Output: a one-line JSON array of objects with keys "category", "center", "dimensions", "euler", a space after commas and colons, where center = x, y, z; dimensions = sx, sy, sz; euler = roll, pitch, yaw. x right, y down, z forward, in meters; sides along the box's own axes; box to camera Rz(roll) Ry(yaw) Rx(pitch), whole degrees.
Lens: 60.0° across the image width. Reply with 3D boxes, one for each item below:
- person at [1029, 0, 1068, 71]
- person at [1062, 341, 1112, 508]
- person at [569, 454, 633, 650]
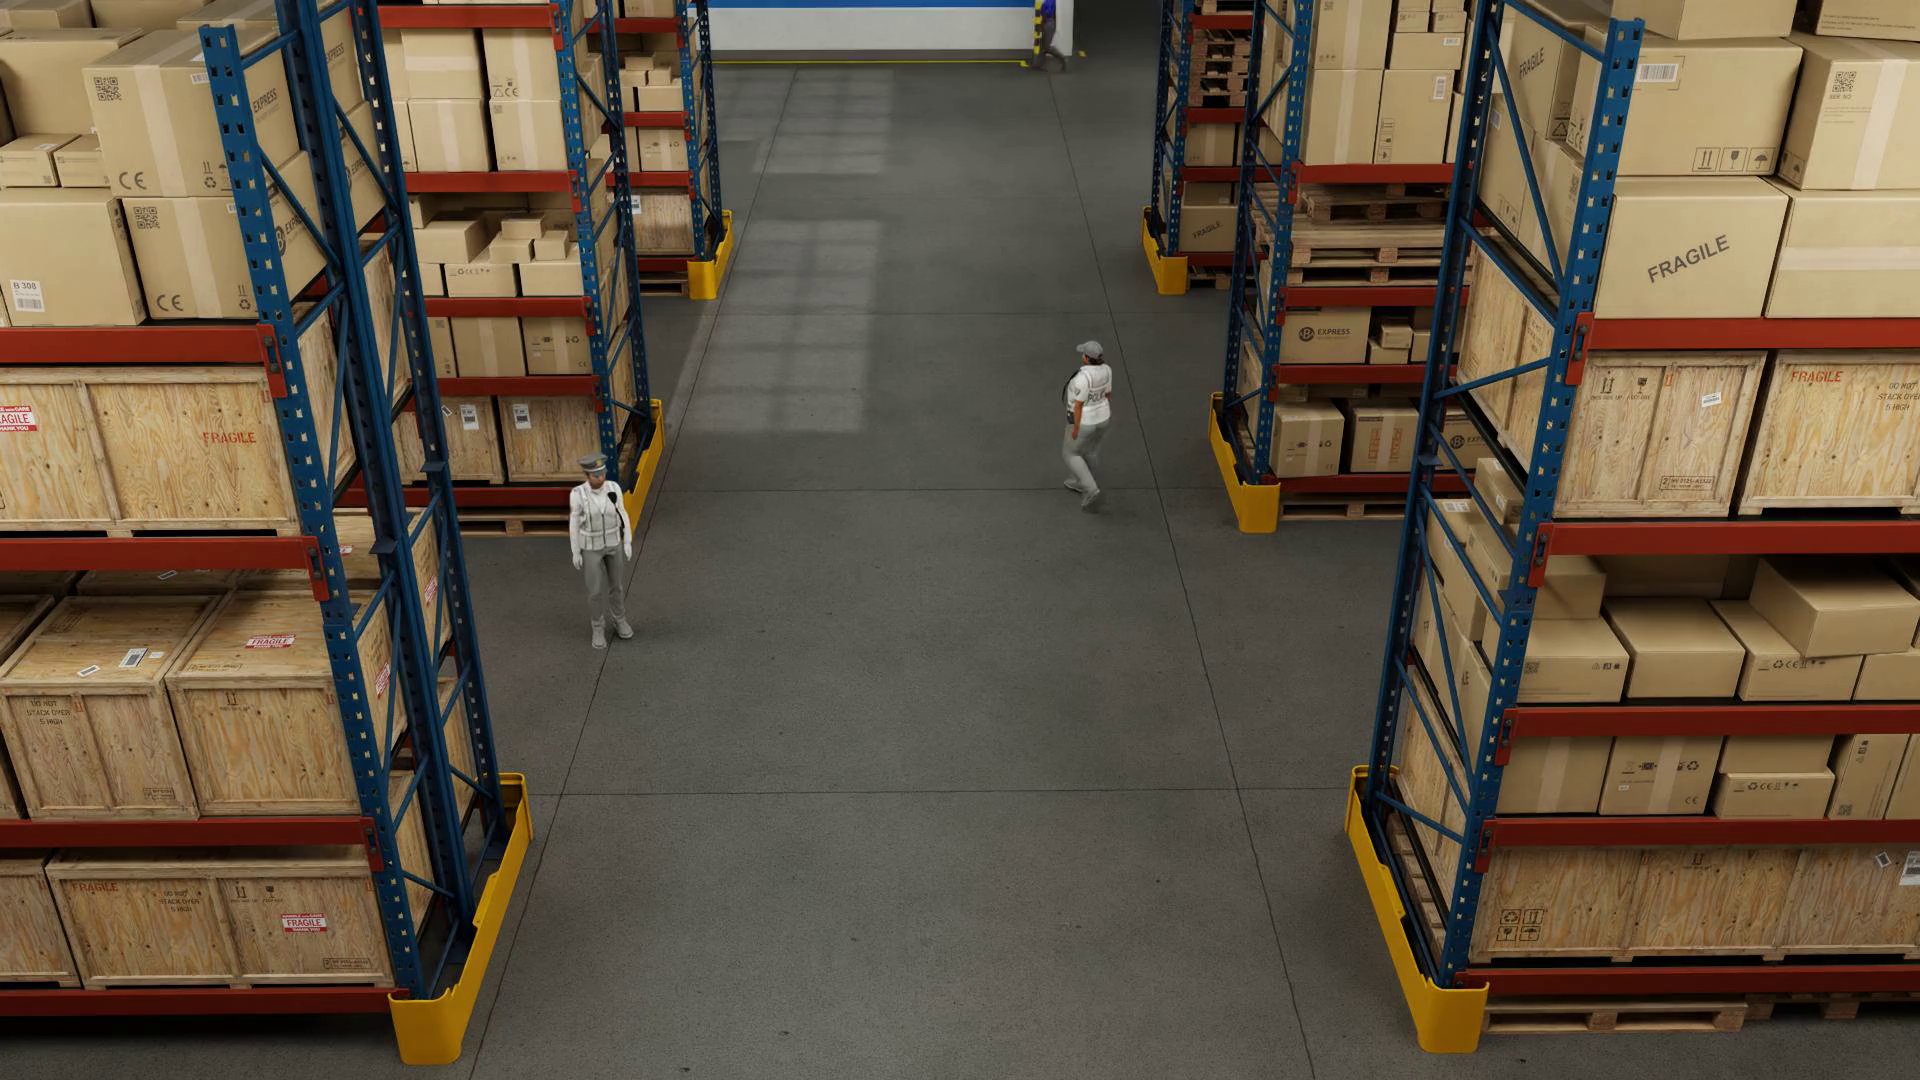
[{"category": "person", "center": [1.772, -10.138, 32.878], "dimensions": [0.852, 1.635, 0.490], "euler": [7, 29, 14]}, {"category": "person", "center": [1.234, -1.158, 16.176], "dimensions": [0.474, 1.681, 0.628], "euler": [-23, 36, -36]}, {"category": "person", "center": [-2.971, 0.073, 13.849], "dimensions": [0.513, 1.698, 0.353], "euler": [-15, 32, -26]}]
